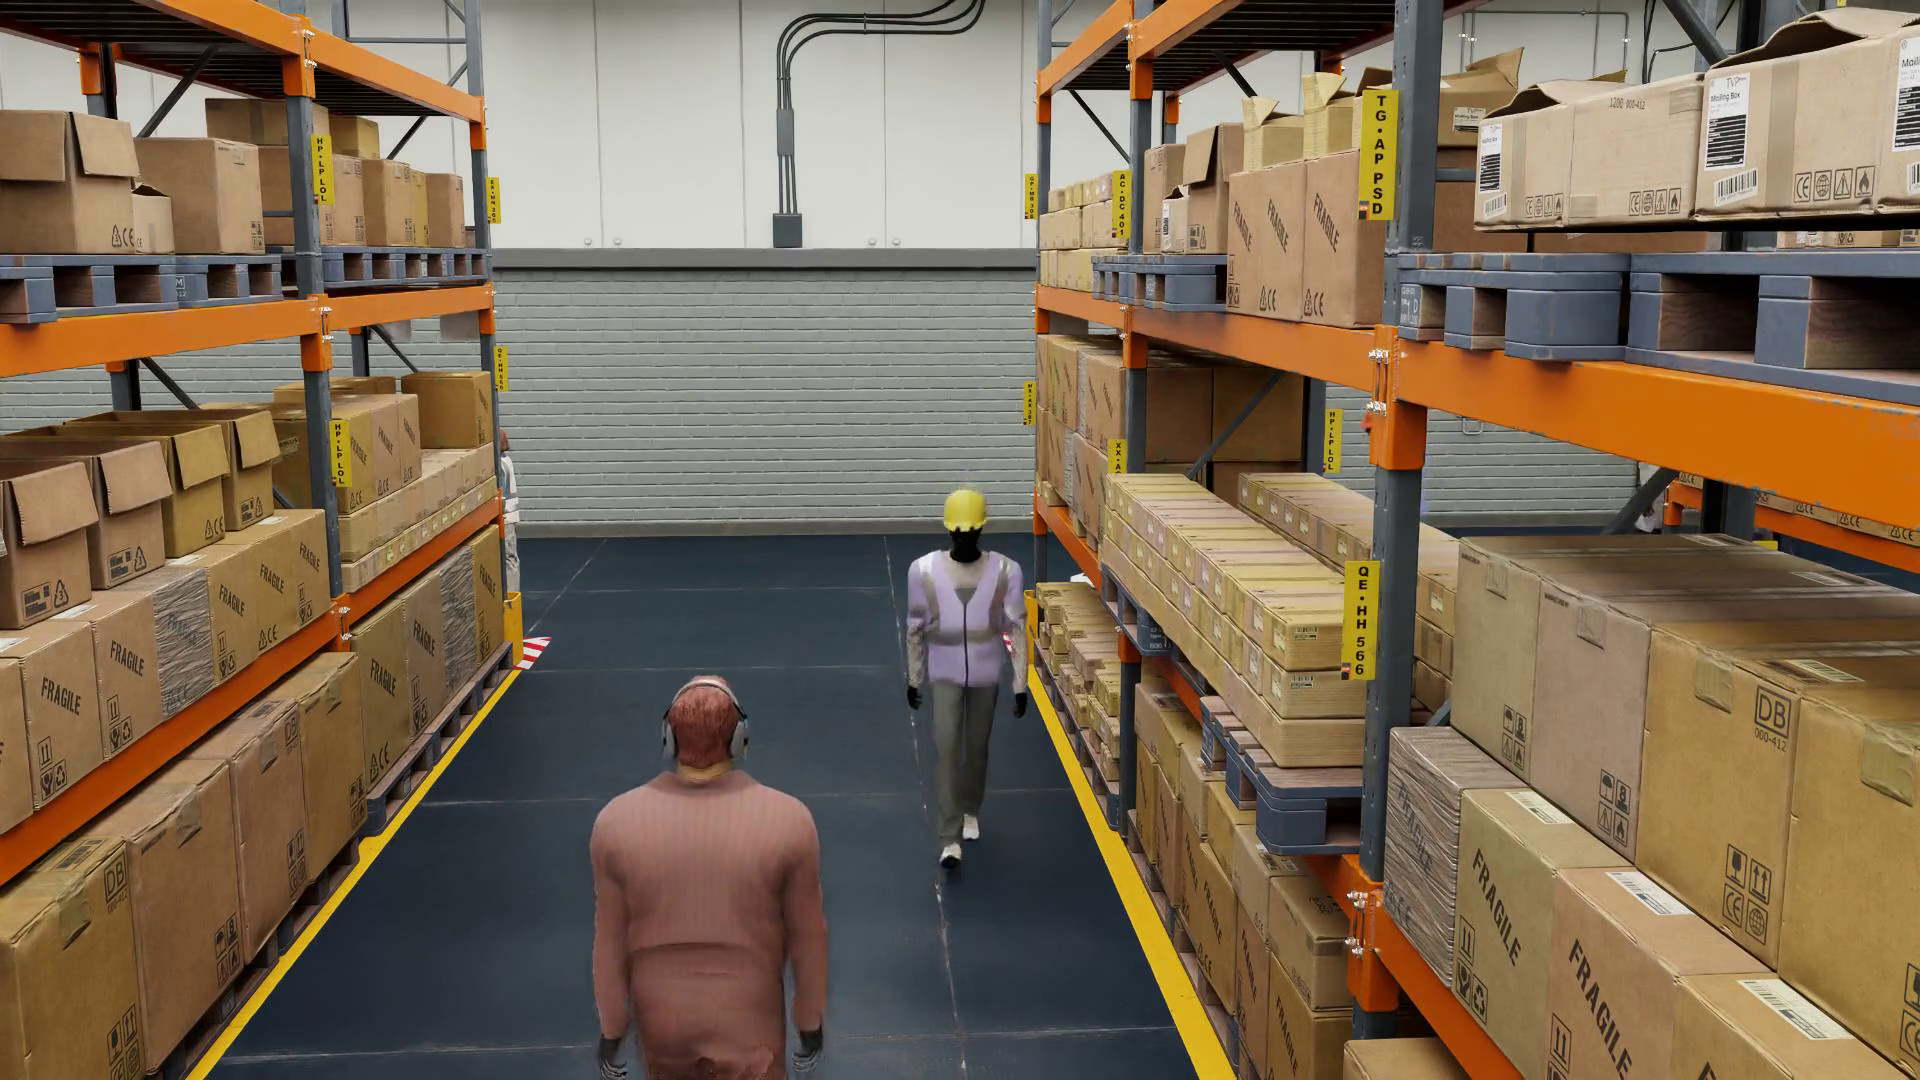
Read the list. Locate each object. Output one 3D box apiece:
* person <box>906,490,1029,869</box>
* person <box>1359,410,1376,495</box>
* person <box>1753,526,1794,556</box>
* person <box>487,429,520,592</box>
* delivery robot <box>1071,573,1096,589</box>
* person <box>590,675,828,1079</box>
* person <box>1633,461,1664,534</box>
[{"bbox_3d":[0.040,0.688,8.359,0.615,1.873,0.968,0,10,-1],"label":"person"},{"bbox_3d":[3.516,-0.189,13.538,0.706,1.888,0.565,4,10,21],"label":"person"},{"bbox_3d":[6.625,-0.160,13.506,1.016,1.822,0.707,4,10,21],"label":"person"},{"bbox_3d":[-3.851,-0.141,13.959,0.313,1.639,0.513,-2,10,-9],"label":"person"},{"bbox_3d":[1.260,0.414,13.598,0.707,0.478,0.477,7,12,36],"label":"delivery robot"},{"bbox_3d":[-0.701,1.324,4.650,0.654,1.881,0.830,0,10,1],"label":"person"},{"bbox_3d":[6.120,-0.422,14.478,0.608,2.026,0.687,6,11,30],"label":"person"}]
